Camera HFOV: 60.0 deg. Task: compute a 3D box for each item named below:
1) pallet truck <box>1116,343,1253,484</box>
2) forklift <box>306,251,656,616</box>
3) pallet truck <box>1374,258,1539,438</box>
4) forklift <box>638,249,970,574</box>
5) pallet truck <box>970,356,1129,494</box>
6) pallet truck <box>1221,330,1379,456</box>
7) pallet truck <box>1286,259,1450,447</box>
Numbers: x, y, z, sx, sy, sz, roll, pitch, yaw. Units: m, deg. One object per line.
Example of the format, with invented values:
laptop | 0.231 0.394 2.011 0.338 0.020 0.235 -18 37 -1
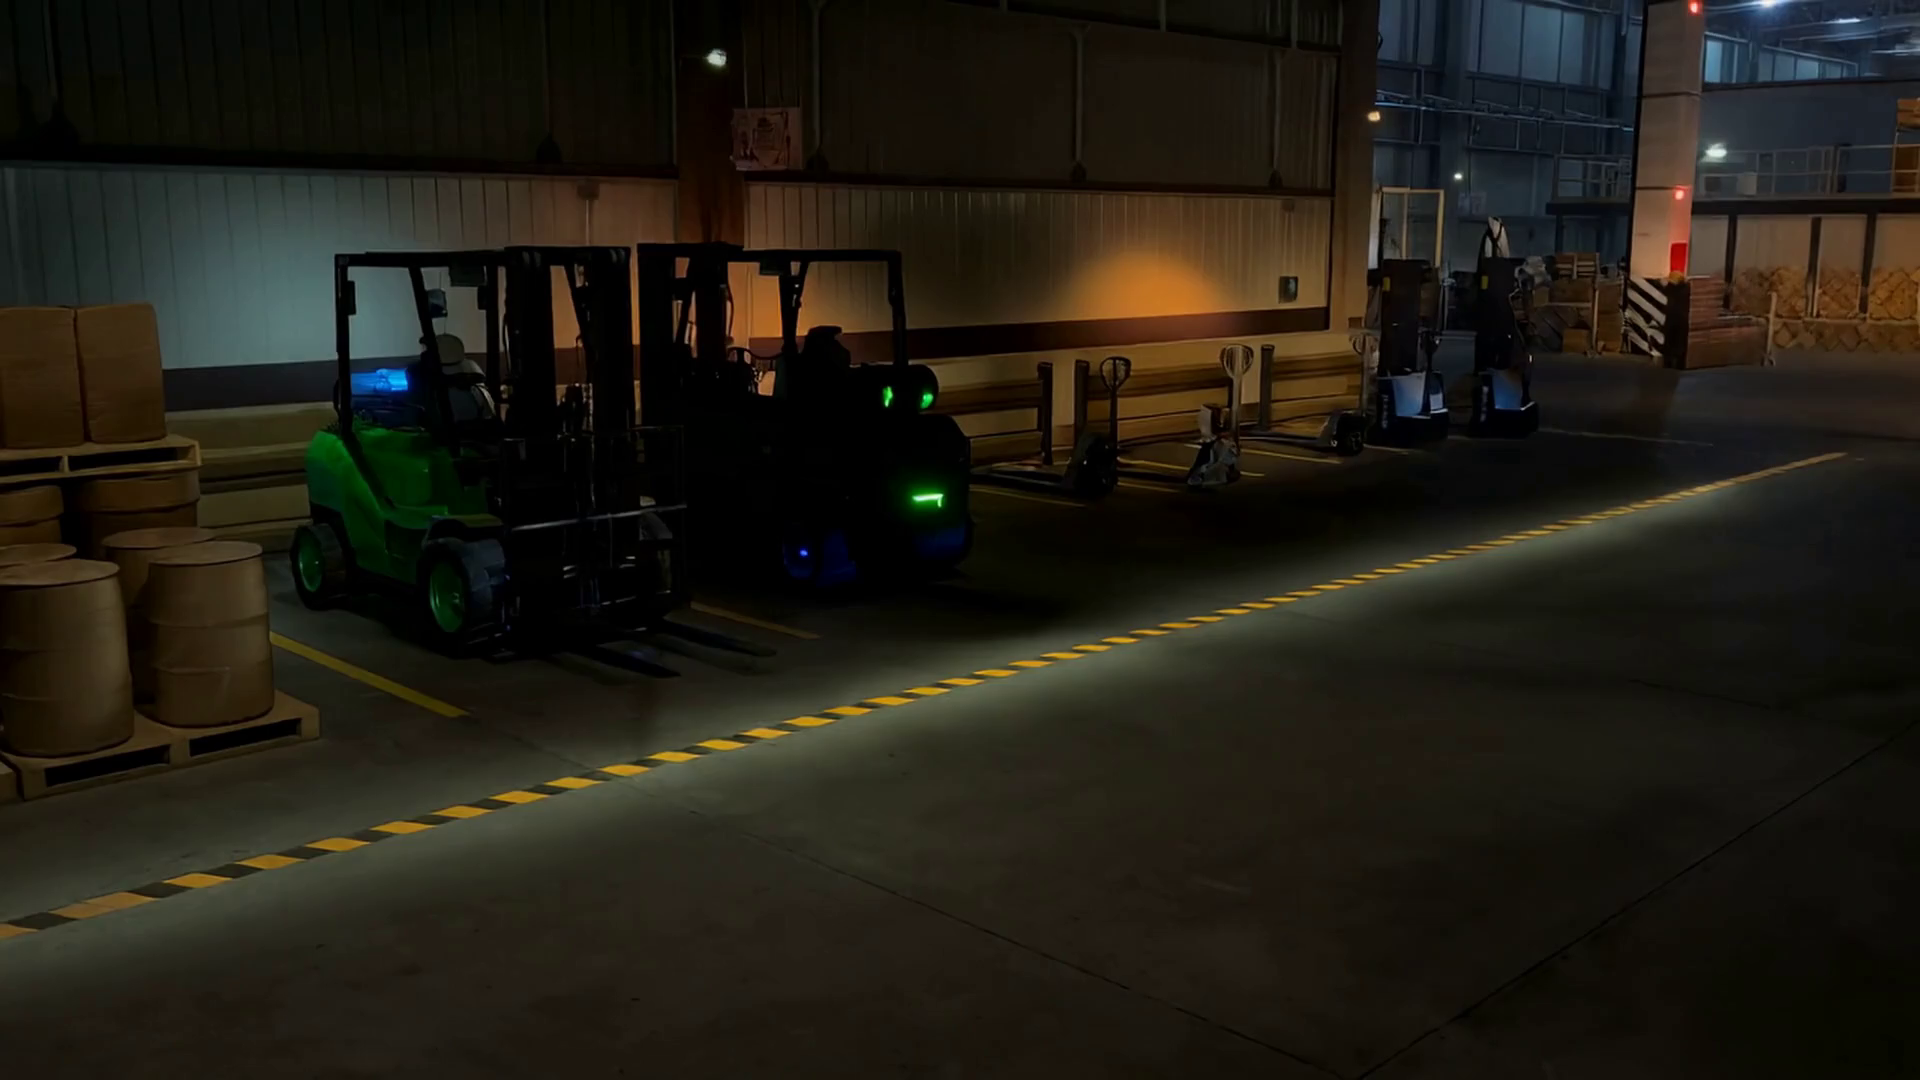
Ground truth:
pallet truck | 1.962 -1.215 15.415 1.522 1.261 0.704 10 14 43
forklift | -2.833 -0.669 9.694 1.157 1.987 2.680 -10 14 -44
pallet truck | 5.704 -2.208 18.901 1.885 1.965 0.823 10 14 43
forklift | -1.173 -0.958 11.239 2.680 1.987 1.157 10 14 43
pallet truck | 0.784 -1.085 14.876 0.680 1.201 1.601 -10 14 -44
pallet truck | 3.563 -1.581 17.381 0.653 1.274 1.630 -10 14 -44
pallet truck | 4.493 -2.078 18.196 0.823 1.965 1.885 -9 14 -40
